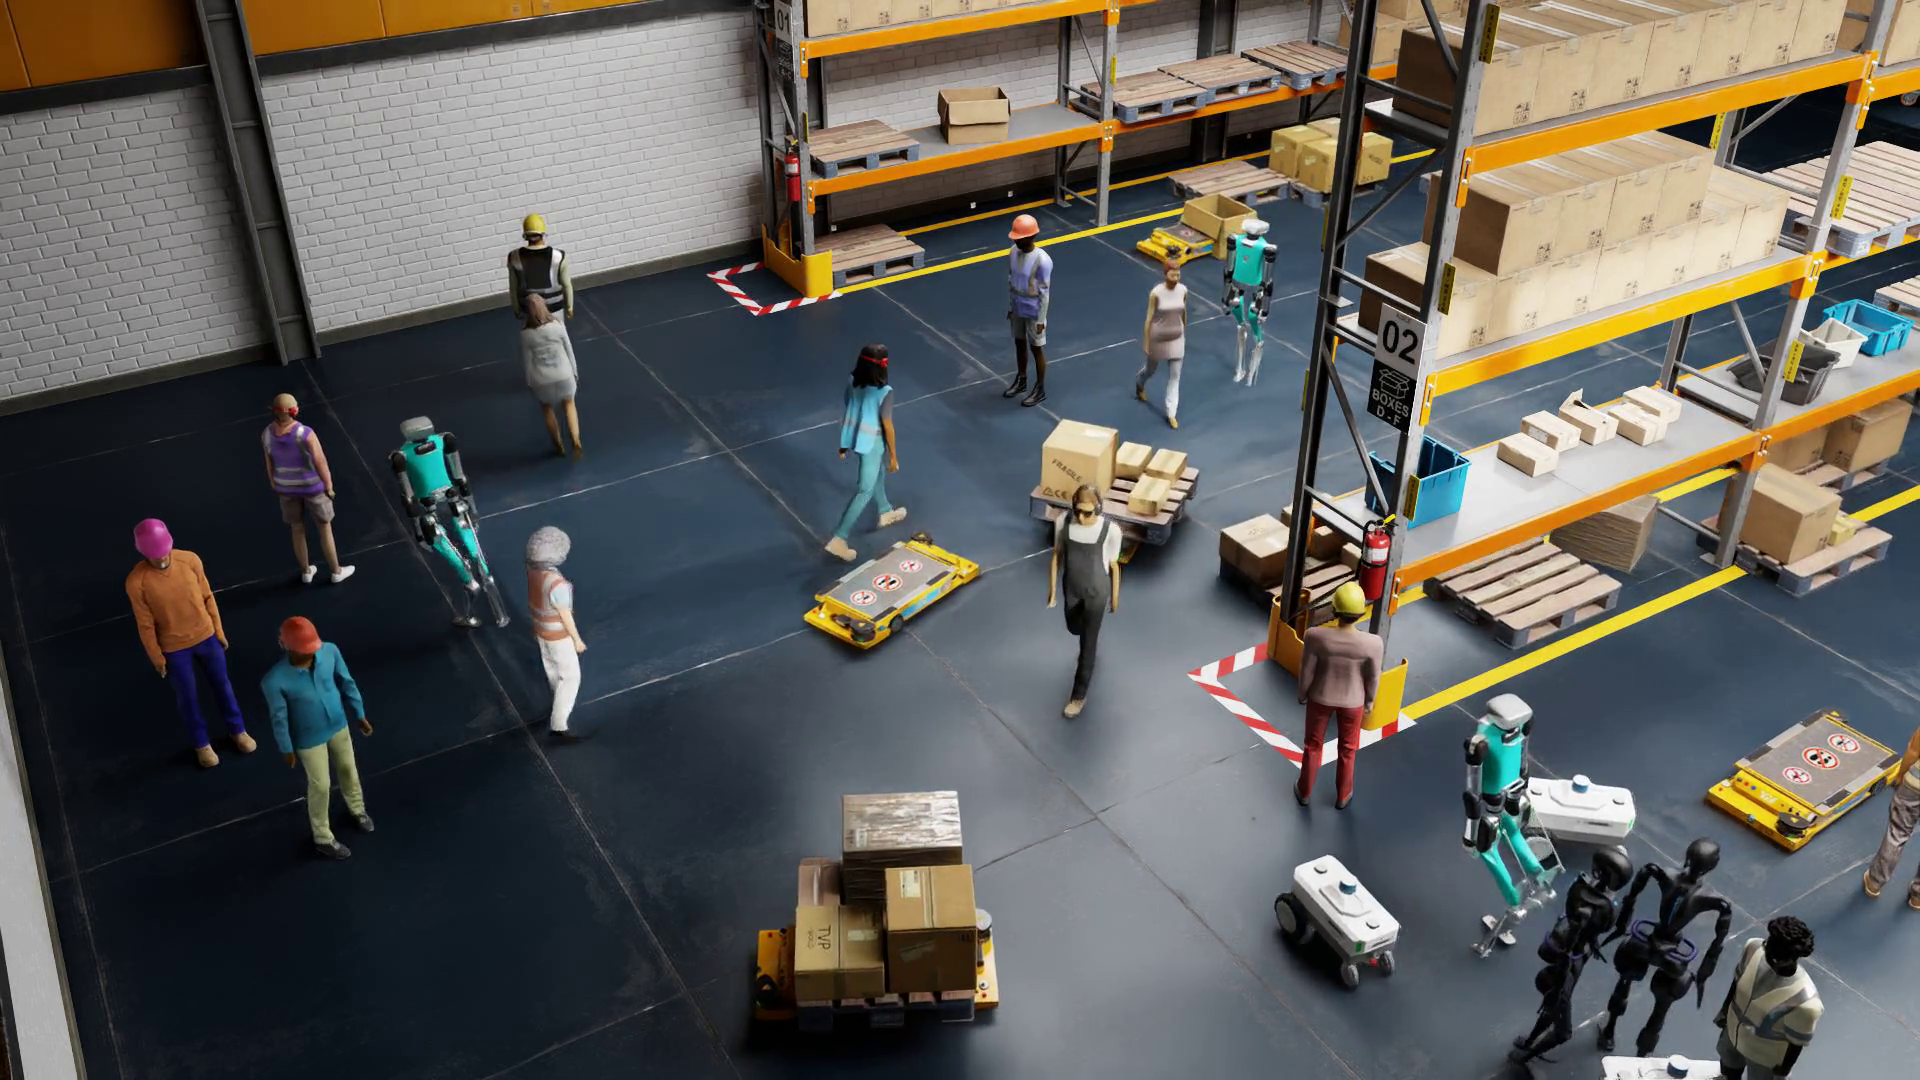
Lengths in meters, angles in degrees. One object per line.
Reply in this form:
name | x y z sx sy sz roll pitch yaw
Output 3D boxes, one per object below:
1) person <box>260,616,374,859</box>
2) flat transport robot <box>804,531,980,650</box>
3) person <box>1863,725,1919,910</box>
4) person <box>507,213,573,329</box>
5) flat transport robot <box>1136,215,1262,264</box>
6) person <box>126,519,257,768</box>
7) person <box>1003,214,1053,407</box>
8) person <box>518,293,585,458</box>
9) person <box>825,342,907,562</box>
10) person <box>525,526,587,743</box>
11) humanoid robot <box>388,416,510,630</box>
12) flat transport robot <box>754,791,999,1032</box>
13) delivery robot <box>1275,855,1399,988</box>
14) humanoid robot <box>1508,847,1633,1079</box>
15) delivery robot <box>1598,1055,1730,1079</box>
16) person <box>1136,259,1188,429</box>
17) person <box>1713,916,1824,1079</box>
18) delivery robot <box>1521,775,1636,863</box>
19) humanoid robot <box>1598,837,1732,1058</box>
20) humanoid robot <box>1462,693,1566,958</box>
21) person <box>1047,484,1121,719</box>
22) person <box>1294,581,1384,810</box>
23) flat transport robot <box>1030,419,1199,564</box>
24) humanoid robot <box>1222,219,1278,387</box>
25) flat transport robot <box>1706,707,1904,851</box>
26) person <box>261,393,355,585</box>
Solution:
person | -4.114 1.228 10.742 0.416 1.735 0.568 18 36 26
flat transport robot | -0.538 0.395 13.454 0.659 0.231 1.431 23 39 32
person | 6.023 1.516 10.255 0.455 1.768 0.337 13 34 19
person | -4.093 -2.314 16.327 0.597 1.817 0.421 -7 33 -11
flat transport robot | 2.862 -3.607 19.837 1.431 0.231 0.659 -21 38 -29
person | -5.304 0.689 11.389 0.519 1.972 0.405 -26 41 -35
person | 0.635 -2.225 16.073 0.382 1.932 0.540 -25 40 -34
person | -3.700 -1.451 15.093 0.500 1.643 0.508 -12 34 -19
person | -0.811 -0.752 13.840 0.538 1.809 1.015 27 41 36
person | -2.873 0.648 11.731 0.434 1.668 0.584 -27 41 -36
humanoid robot | -3.868 -0.030 12.762 0.579 1.778 0.828 -23 39 -32
flat transport robot | -0.505 2.550 10.018 1.431 0.231 0.659 -2 32 -3
delivery robot | 2.330 2.290 10.180 0.499 0.614 0.812 -14 35 -21
humanoid robot | 3.343 2.298 9.108 0.344 1.646 0.610 24 39 33
delivery robot | 3.845 3.028 8.990 0.787 0.599 0.499 2 32 3
person | 1.937 -1.947 15.900 0.457 1.635 0.758 -8 33 -12
person | 4.127 2.593 8.612 0.320 1.692 0.535 -8 33 -13
delivery robot | 4.020 1.791 10.926 0.734 0.560 0.499 6 33 9
humanoid robot | 3.800 2.299 9.110 0.597 1.641 0.441 24 39 33
humanoid robot | 3.306 1.791 9.878 0.543 1.802 0.765 -21 38 -30
person | 0.925 0.324 12.126 0.505 1.810 0.885 13 34 20
person | 2.491 1.037 11.017 0.524 1.772 0.304 6 33 10
flat transport robot | 1.377 -0.274 14.521 0.659 0.231 1.431 13 34 20
humanoid robot | 2.918 -2.364 16.512 0.556 1.824 0.653 22 38 31
flat transport robot | 5.879 1.629 11.486 1.431 0.231 0.659 -21 38 -29
person | -5.284 -0.400 13.379 0.484 1.691 0.347 2 32 3
